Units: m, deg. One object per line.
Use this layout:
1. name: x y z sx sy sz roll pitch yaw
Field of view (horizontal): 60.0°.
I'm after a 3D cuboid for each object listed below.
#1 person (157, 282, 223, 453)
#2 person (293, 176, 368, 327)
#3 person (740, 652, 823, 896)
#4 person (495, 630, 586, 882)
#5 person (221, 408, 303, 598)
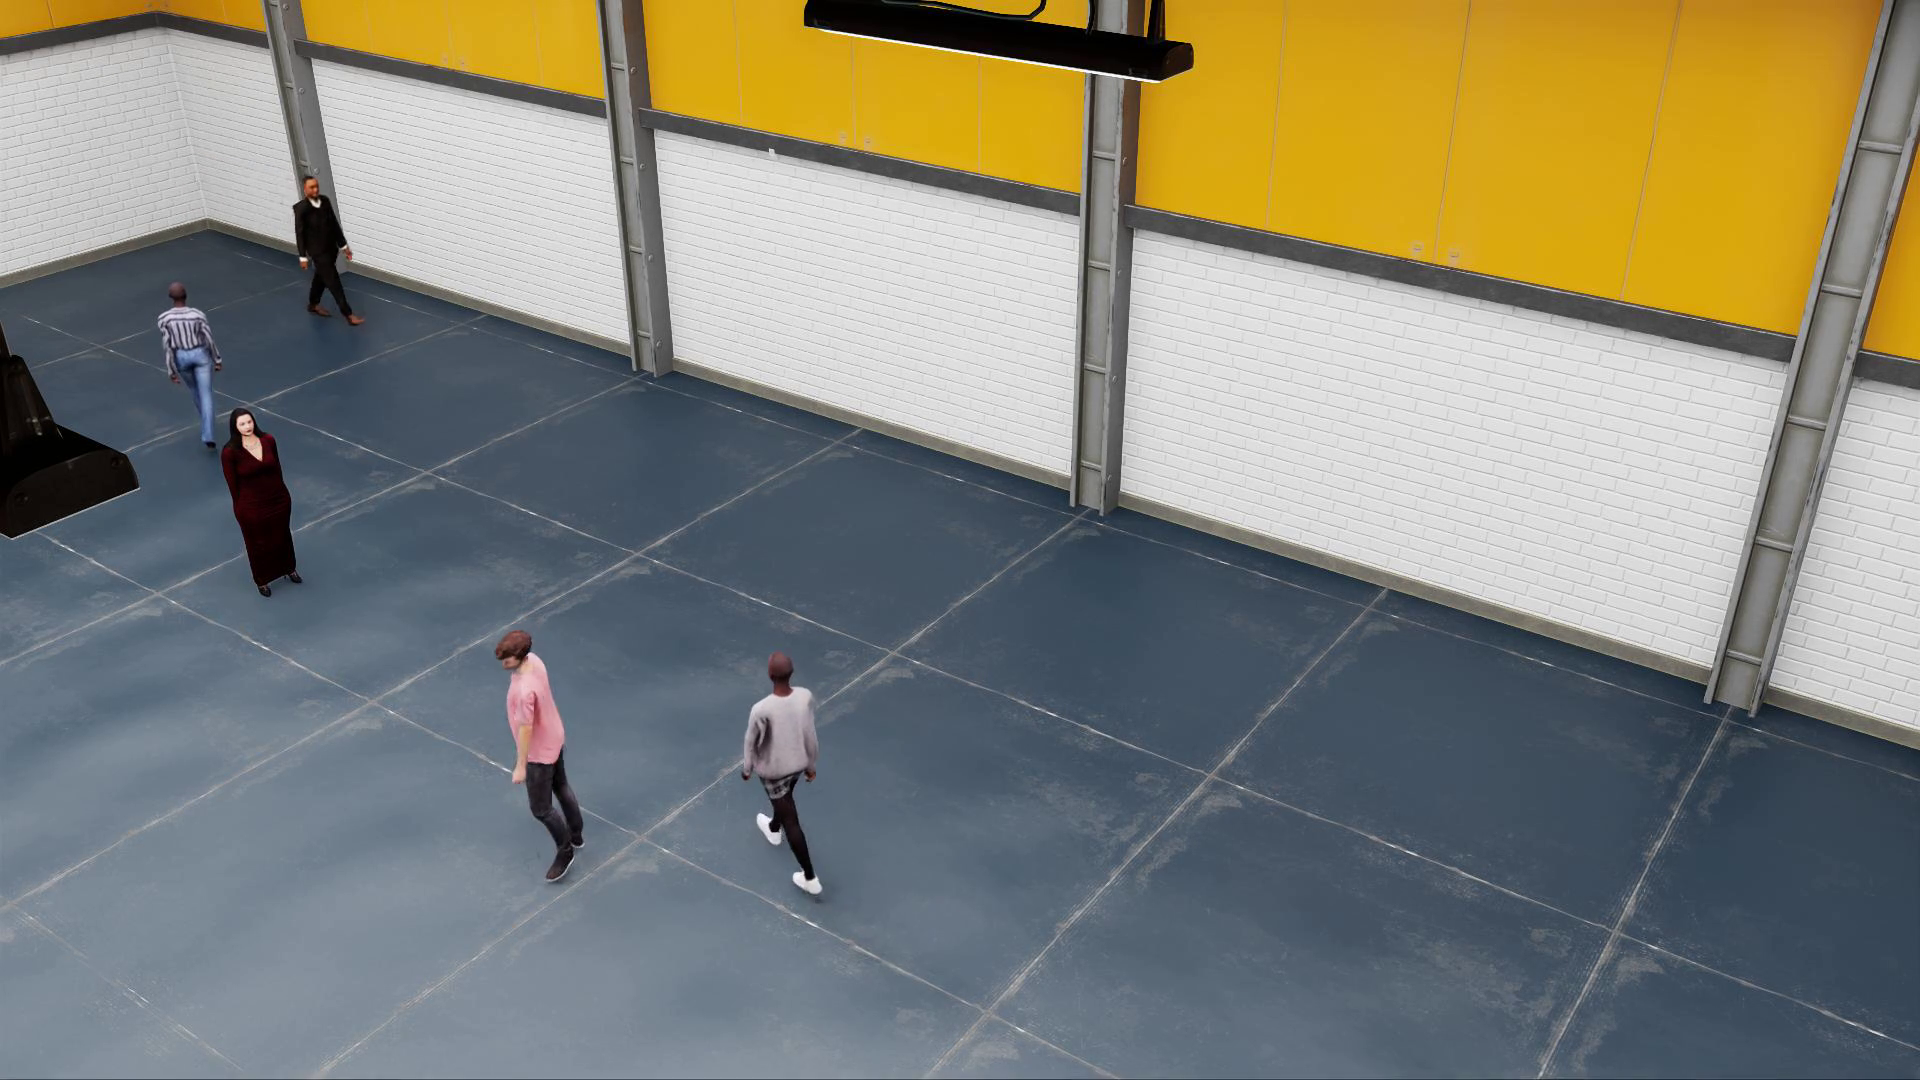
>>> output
1. person: -7.902 -1.741 17.179 1.117 1.732 1.272 -9 30 -16
2. person: -7.859 -3.527 20.338 1.363 1.843 0.803 14 32 24
3. person: -1.134 1.582 11.089 0.884 1.731 1.227 -19 34 -31
4. person: -2.803 1.397 11.220 0.878 1.931 0.832 3 29 5
5. person: -6.155 -0.355 14.613 0.599 1.758 0.665 21 35 33
